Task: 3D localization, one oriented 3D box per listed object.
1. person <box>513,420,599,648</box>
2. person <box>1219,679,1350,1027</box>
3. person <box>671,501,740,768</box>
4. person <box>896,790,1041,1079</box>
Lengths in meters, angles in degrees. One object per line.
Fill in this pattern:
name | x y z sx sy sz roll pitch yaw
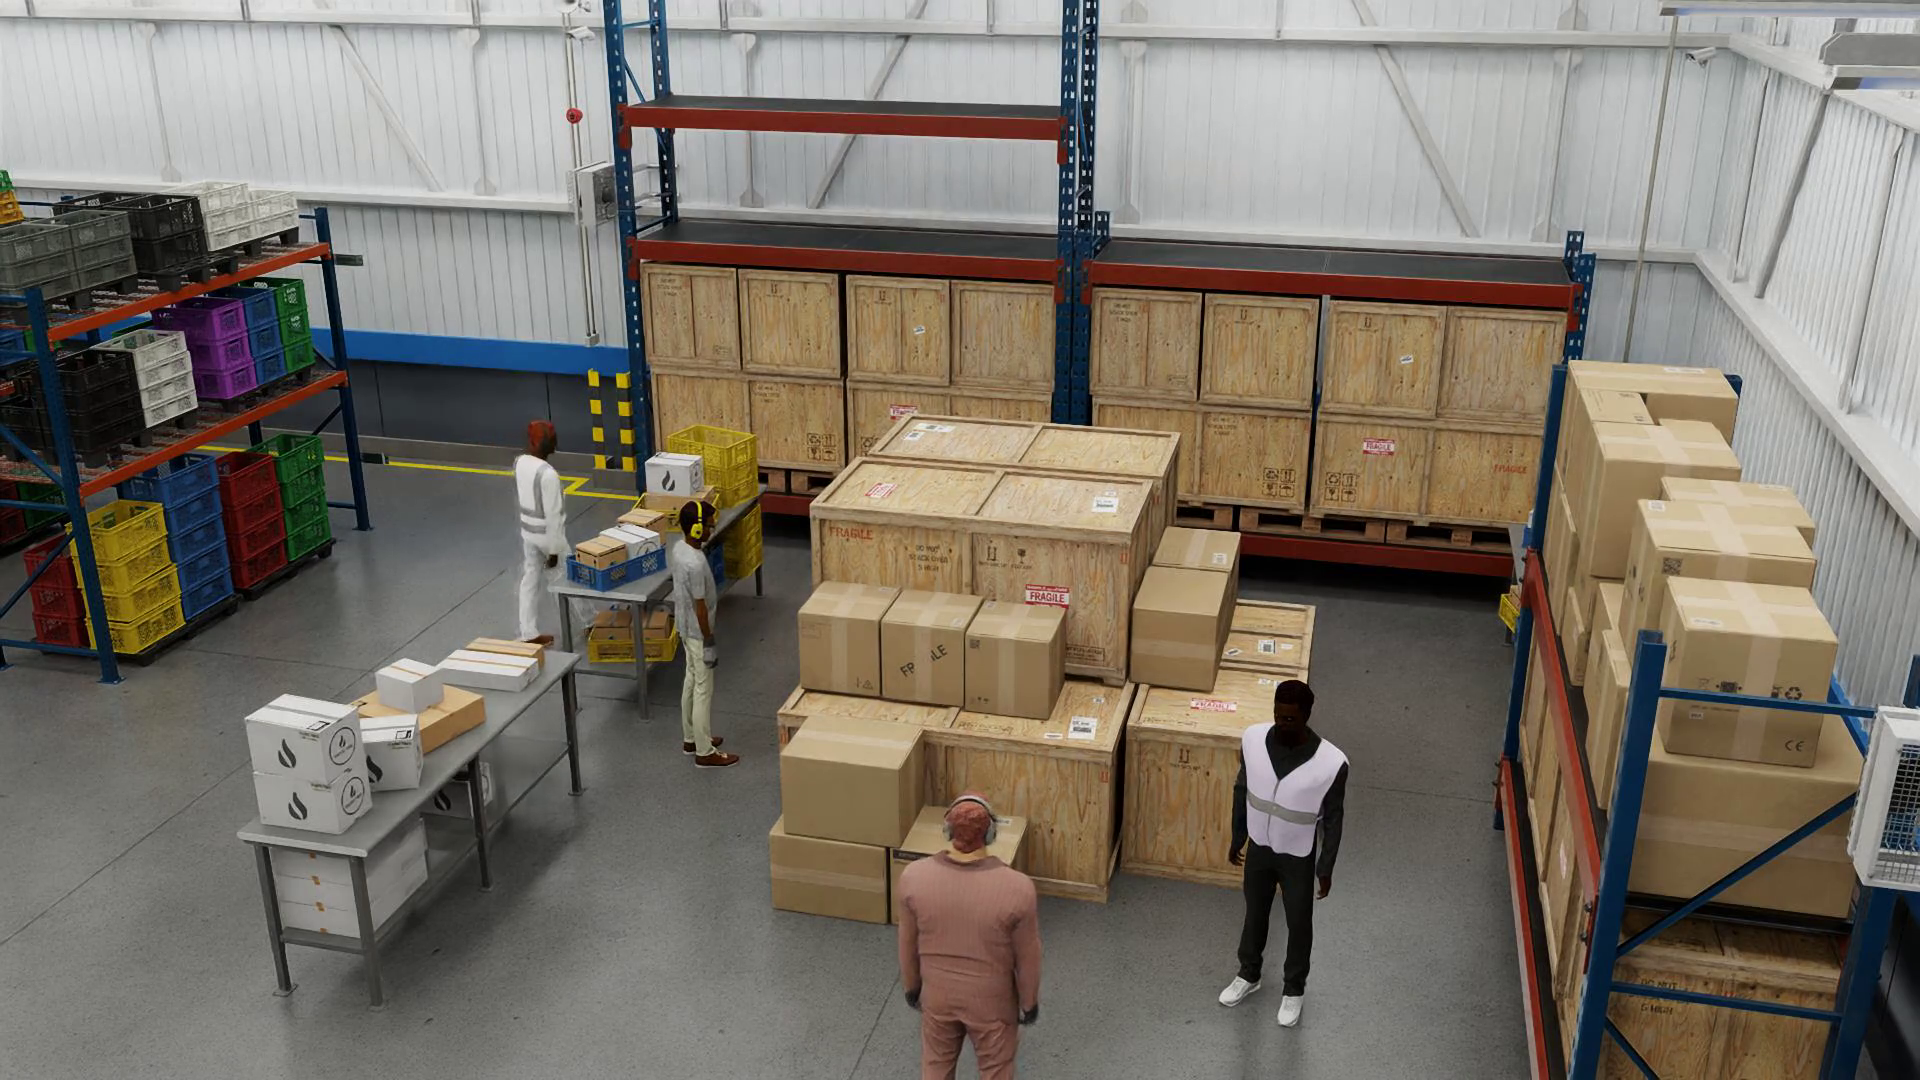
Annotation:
person | -3.148 -0.060 12.962 0.583 1.847 0.849 19 28 41
person | 1.669 1.584 8.572 0.588 1.920 0.392 14 25 32
person | -1.737 0.626 11.157 0.329 1.865 0.510 -10 23 -24
person | 0.045 2.004 7.511 0.653 1.900 0.399 6 22 16
